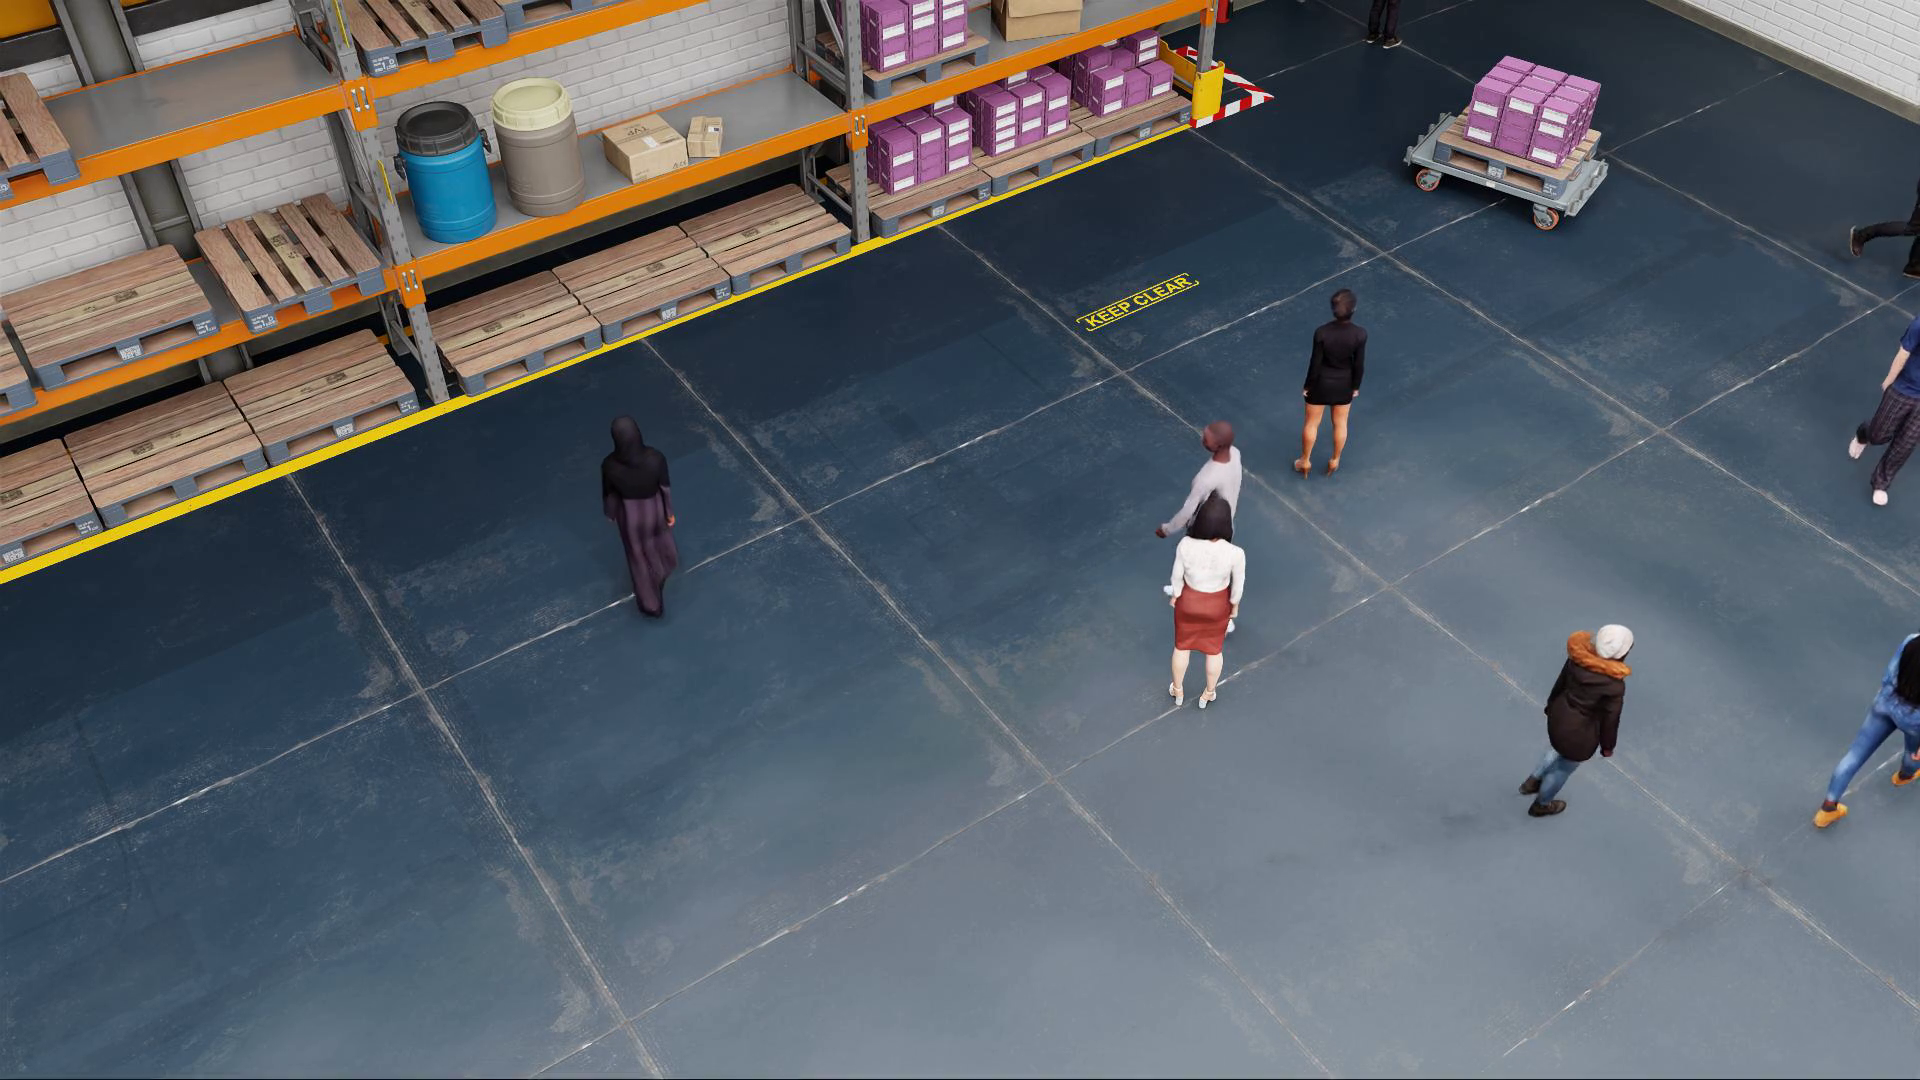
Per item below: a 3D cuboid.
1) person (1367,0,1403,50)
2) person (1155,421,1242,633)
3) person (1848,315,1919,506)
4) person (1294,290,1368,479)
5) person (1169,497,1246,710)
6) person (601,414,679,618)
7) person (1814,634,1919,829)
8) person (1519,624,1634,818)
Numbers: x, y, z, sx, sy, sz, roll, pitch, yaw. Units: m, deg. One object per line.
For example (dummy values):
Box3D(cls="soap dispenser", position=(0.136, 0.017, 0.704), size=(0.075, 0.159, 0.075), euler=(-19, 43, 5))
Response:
Box3D(cls="person", position=(4.470, -5.824, 17.201), size=(0.614, 1.452, 0.567), euler=(33, 52, 30))
Box3D(cls="person", position=(1.696, -0.054, 10.927), size=(0.891, 1.752, 0.887), euler=(26, 50, 25))
Box3D(cls="person", position=(6.899, -1.126, 11.975), size=(0.903, 1.858, 0.982), euler=(13, 45, 13))
Box3D(cls="person", position=(2.706, -1.119, 12.125), size=(0.676, 1.641, 0.746), euler=(1, 44, 1))
Box3D(cls="person", position=(1.527, 0.416, 10.434), size=(0.663, 1.751, 0.715), euler=(9, 44, 9))
Box3D(cls="person", position=(-2.142, -0.157, 11.132), size=(1.001, 1.619, 0.915), euler=(-8, 44, -9))
Box3D(cls="person", position=(5.468, 1.096, 9.779), size=(1.155, 1.671, 0.685), euler=(-22, 48, -22))
Box3D(cls="person", position=(3.582, 1.097, 9.810), size=(0.702, 1.627, 0.692), euler=(-11, 45, -11))
